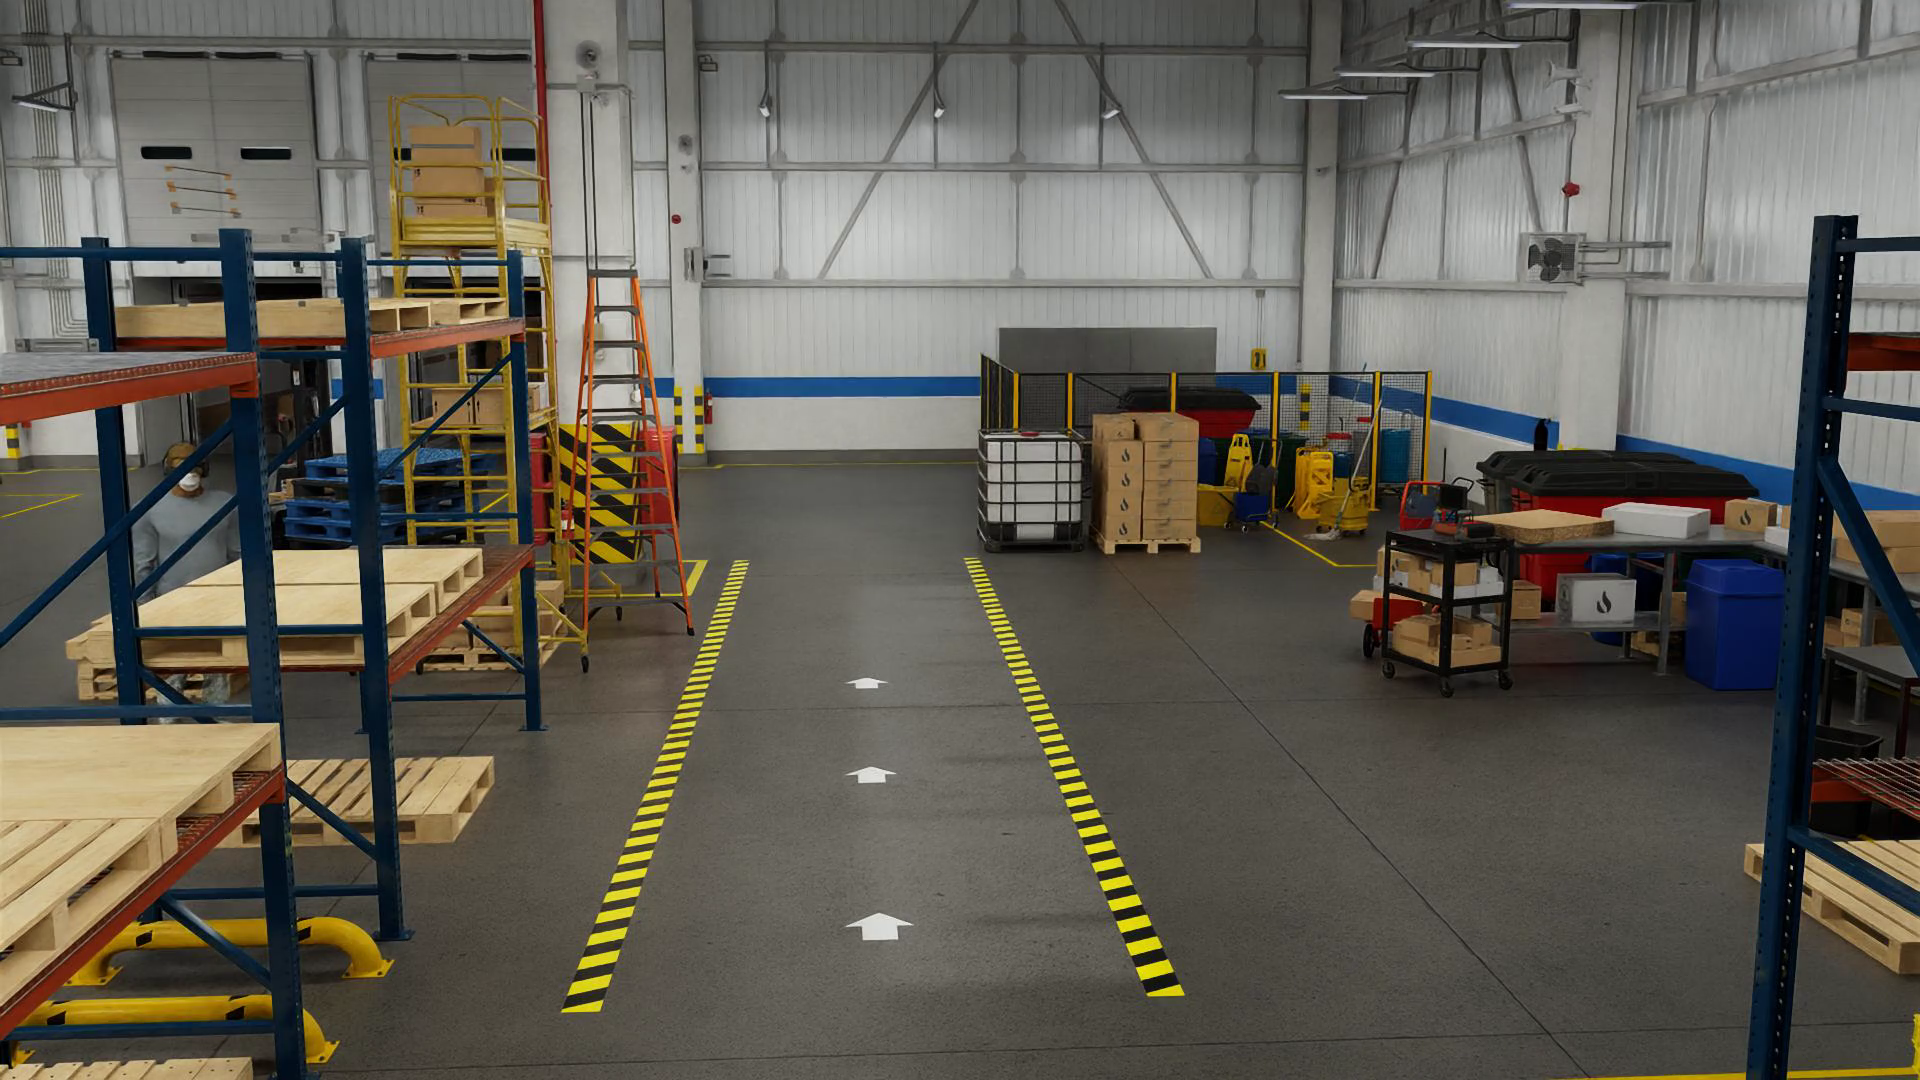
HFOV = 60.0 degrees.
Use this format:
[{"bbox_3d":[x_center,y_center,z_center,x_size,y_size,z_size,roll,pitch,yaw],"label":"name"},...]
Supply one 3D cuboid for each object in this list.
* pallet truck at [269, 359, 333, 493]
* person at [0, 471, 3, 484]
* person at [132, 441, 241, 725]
[{"bbox_3d":[-7.062,-1.131,18.996,1.885,1.965,0.823,2,9,13],"label":"pallet truck"},{"bbox_3d":[-13.431,-1.696,22.774,0.548,1.929,0.387,0,9,2],"label":"person"},{"bbox_3d":[-4.435,0.388,9.646,0.629,1.939,0.372,-8,12,-40],"label":"person"}]
